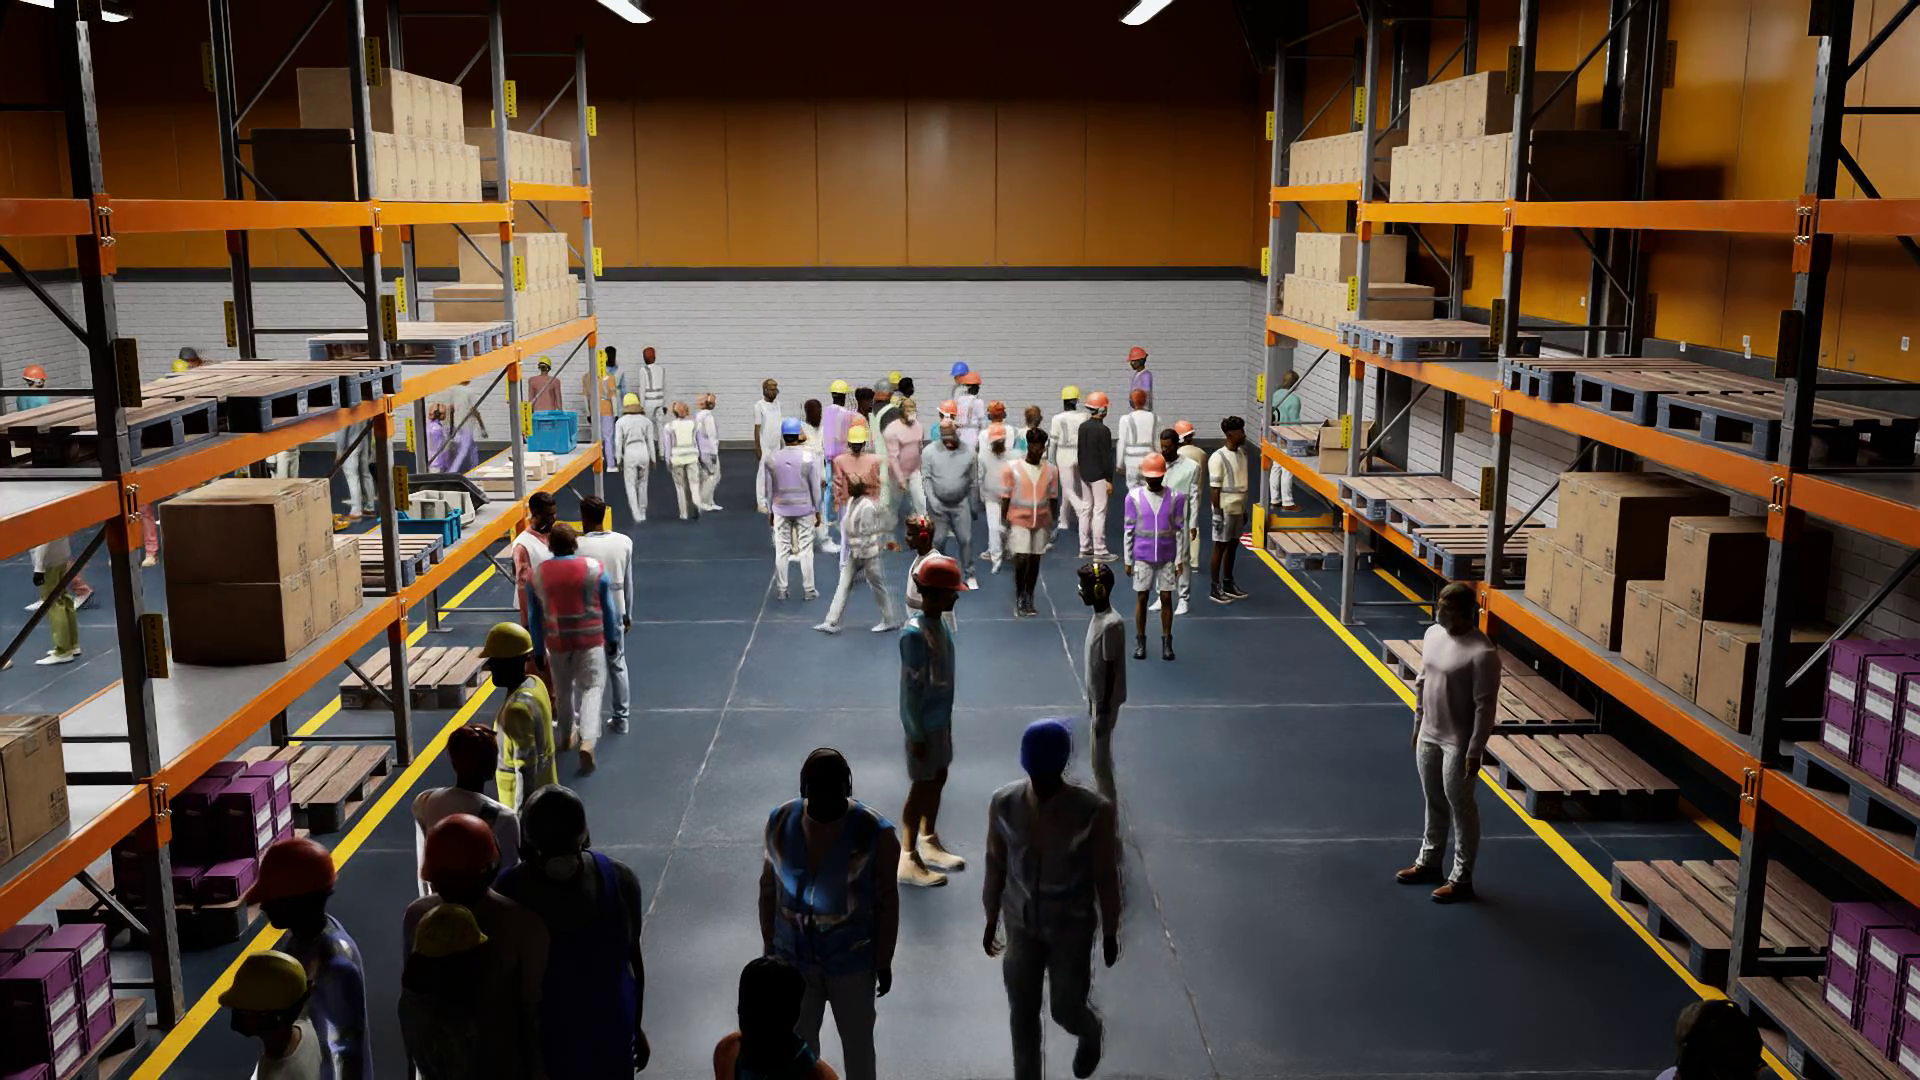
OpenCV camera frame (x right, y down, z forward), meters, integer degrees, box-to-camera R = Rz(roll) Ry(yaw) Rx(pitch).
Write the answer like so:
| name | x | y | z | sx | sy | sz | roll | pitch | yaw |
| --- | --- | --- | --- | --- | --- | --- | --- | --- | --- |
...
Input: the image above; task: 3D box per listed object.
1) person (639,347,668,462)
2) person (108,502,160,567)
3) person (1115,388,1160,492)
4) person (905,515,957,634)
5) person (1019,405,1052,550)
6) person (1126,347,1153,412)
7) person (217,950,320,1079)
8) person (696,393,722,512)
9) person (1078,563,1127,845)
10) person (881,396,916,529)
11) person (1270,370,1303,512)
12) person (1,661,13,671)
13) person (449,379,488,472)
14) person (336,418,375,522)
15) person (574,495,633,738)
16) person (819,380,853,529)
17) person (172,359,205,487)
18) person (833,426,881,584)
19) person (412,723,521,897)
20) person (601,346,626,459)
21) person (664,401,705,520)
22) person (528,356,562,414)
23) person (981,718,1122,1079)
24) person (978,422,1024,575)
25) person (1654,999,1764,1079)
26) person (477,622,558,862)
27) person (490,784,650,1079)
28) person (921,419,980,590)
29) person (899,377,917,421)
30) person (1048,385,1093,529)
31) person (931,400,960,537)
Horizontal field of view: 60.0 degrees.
| name | x | y | z | sx | sy | sz | roll | pitch | yaw |
| --- | --- | --- | --- | --- | --- | --- | --- | --- | --- |
| person | -5.043 | -2.209 | 27.144 | 0.431 | 1.876 | 0.599 | 7 | 13 | 32 |
| person | -9.572 | -0.697 | 19.127 | 0.682 | 2.000 | 0.537 | 1 | 11 | 4 |
| person | 2.234 | -0.981 | 20.997 | 0.580 | 1.872 | 0.408 | -6 | 13 | -28 |
| person | -0.225 | 0.710 | 12.601 | 0.388 | 1.837 | 0.560 | -2 | 11 | -9 |
| person | 0.835 | -0.700 | 19.740 | 0.528 | 1.807 | 0.788 | 11 | 16 | 43 |
| person | 2.716 | -1.917 | 25.296 | 0.409 | 2.028 | 0.614 | -2 | 11 | -11 |
| person | -2.198 | 2.169 | 5.440 | 0.309 | 1.772 | 0.525 | -3 | 12 | -14 |
| person | -3.415 | -1.185 | 22.608 | 0.362 | 1.634 | 0.520 | -5 | 12 | -24 |
| person | 0.912 | 1.066 | 10.791 | 0.334 | 1.860 | 0.531 | 0 | 11 | -2 |
| person | -0.812 | -1.030 | 21.603 | 0.495 | 1.721 | 0.709 | 6 | 13 | 28 |
| person | 4.446 | -1.347 | 22.660 | 0.372 | 1.934 | 0.627 | -5 | 12 | -23 |
| person | -8.738 | 0.276 | 14.776 | 0.501 | 1.839 | 0.342 | 6 | 13 | 26 |
| person | -7.304 | -1.659 | 24.509 | 0.519 | 1.827 | 0.981 | 9 | 14 | 37 |
| person | -8.007 | -1.214 | 21.982 | 0.358 | 1.936 | 0.636 | 4 | 12 | 19 |
| person | -2.802 | 0.598 | 12.975 | 0.406 | 1.910 | 0.590 | 11 | 16 | 43 |
| person | -1.572 | -1.101 | 21.463 | 0.587 | 1.918 | 0.397 | 10 | 15 | 42 |
| person | -11.444 | -1.705 | 24.512 | 0.404 | 1.918 | 0.583 | 11 | 16 | 44 |
| person | -1.127 | -0.377 | 18.219 | 0.533 | 1.765 | 0.330 | -1 | 11 | -6 |
| person | -2.155 | 1.732 | 7.376 | 0.580 | 1.878 | 0.363 | 6 | 13 | 27 |
| person | -5.772 | -2.241 | 27.254 | 0.642 | 1.901 | 0.452 | -9 | 15 | -39 |
| person | -3.605 | -1.027 | 21.858 | 0.538 | 1.612 | 0.603 | -4 | 12 | -20 |
| person | -6.670 | -2.078 | 26.781 | 0.532 | 1.755 | 0.342 | -1 | 11 | -4 |
| person | 0.417 | 1.684 | 7.481 | 0.642 | 1.924 | 0.603 | 5 | 12 | 22 |
| person | 0.479 | -0.512 | 18.988 | 0.572 | 1.728 | 0.721 | 1 | 11 | 6 |
| person | 2.062 | 2.216 | 4.787 | 0.374 | 1.936 | 0.627 | 7 | 13 | 31 |
| person | -2.373 | 1.382 | 8.987 | 0.383 | 1.924 | 0.594 | -2 | 11 | -8 |
| person | -1.459 | 1.879 | 6.208 | 0.688 | 2.000 | 0.536 | -7 | 13 | -31 |
| person | -0.092 | -0.375 | 17.923 | 0.650 | 1.876 | 0.482 | -1 | 11 | -7 |
| person | -0.774 | -1.507 | 24.060 | 0.318 | 1.693 | 0.571 | -2 | 11 | -9 |
| person | 1.437 | -1.013 | 21.094 | 0.588 | 1.897 | 0.898 | -8 | 14 | -34 |
| person | -0.175 | -0.893 | 20.879 | 0.355 | 1.736 | 0.575 | -4 | 12 | -19 |
